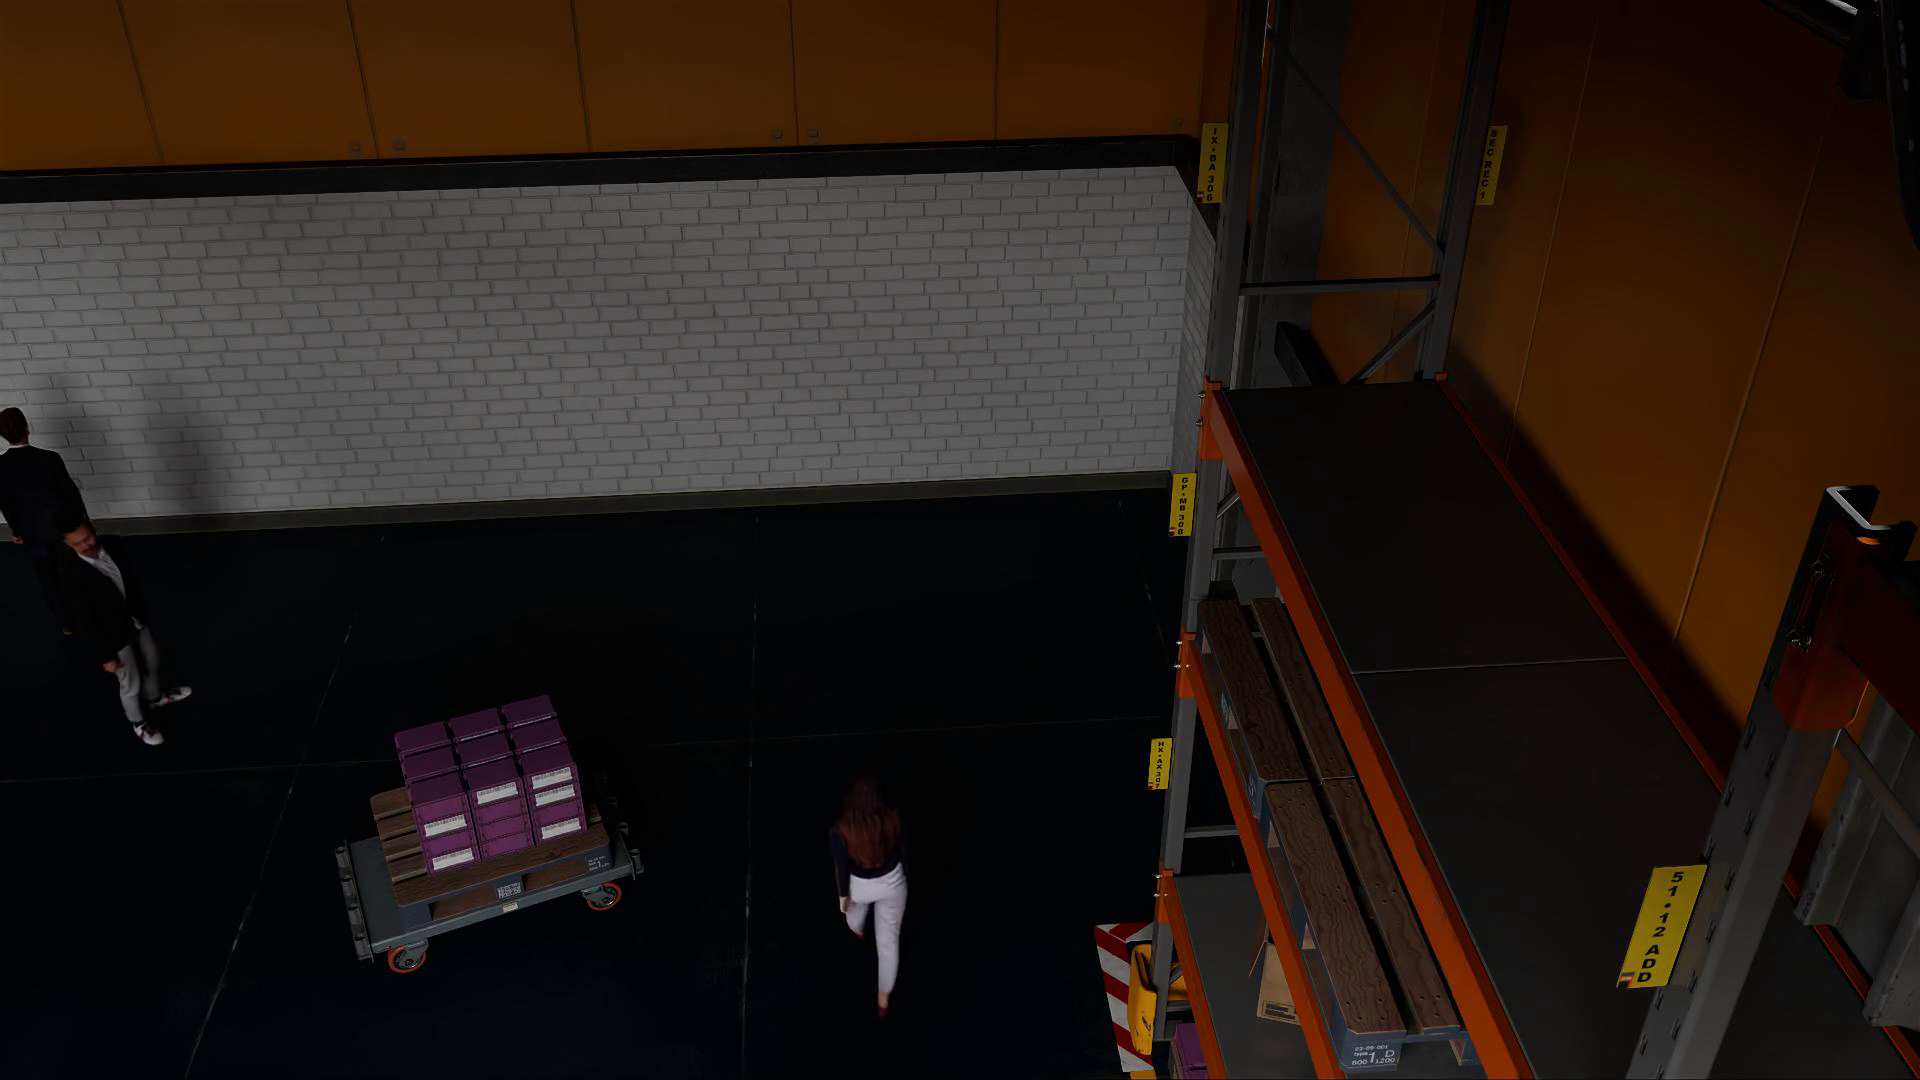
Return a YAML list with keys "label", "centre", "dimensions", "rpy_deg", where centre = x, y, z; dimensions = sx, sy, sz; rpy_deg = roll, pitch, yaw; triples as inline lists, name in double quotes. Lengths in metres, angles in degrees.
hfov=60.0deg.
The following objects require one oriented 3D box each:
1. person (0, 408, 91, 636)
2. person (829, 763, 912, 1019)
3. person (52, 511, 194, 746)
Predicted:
- label: "person"
  centre: [-6.543, -0.136, 11.920]
  dimensions: [0.732, 1.815, 0.678]
  rpy_deg: [-11, 35, -16]
- label: "person"
  centre: [-0.458, 1.931, 9.038]
  dimensions: [0.636, 1.563, 1.032]
  rpy_deg: [-4, 34, -7]
- label: "person"
  centre: [-5.508, 0.542, 10.821]
  dimensions: [1.020, 1.903, 0.693]
  rpy_deg: [-2, 34, -3]
